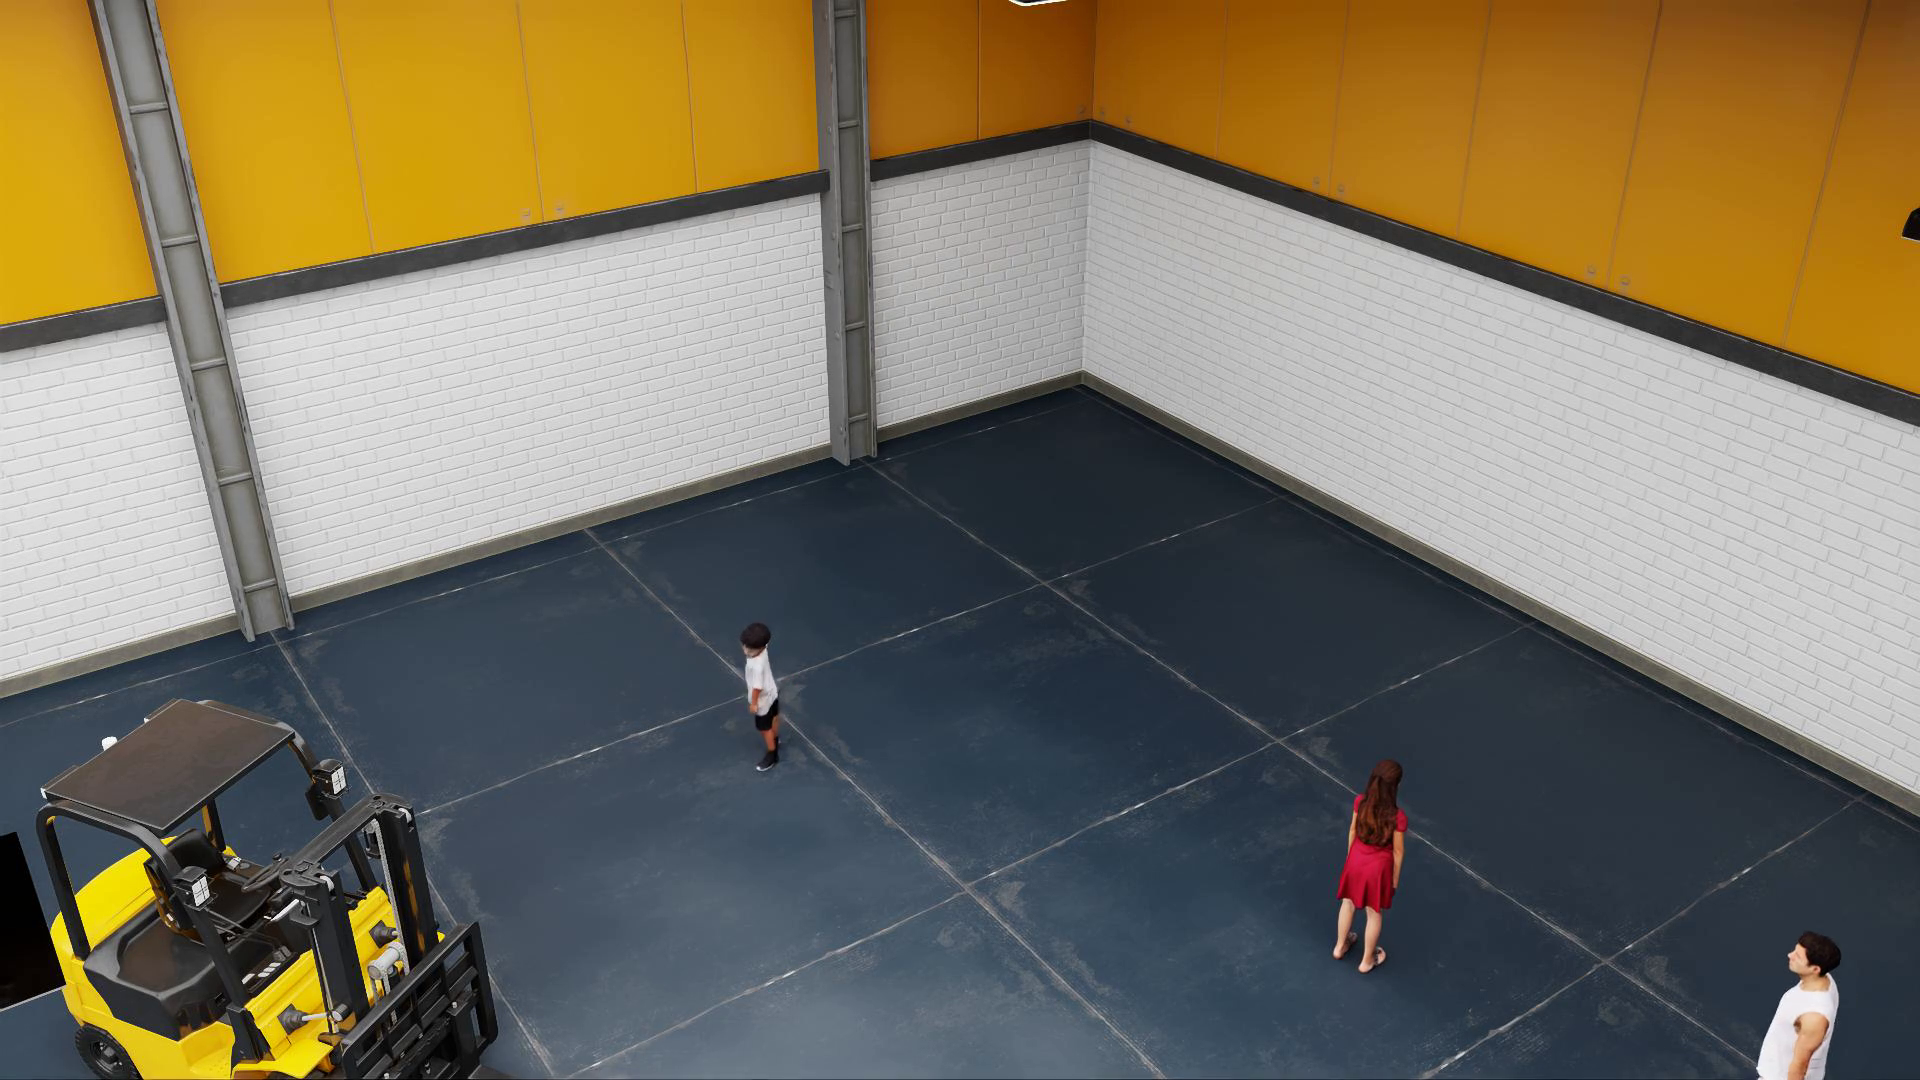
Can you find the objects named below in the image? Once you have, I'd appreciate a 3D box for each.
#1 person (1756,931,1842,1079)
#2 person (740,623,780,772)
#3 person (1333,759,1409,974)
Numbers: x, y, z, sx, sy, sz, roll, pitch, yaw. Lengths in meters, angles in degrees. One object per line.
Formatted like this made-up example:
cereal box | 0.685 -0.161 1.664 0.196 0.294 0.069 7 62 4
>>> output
person | 4.460 2.850 8.788 0.845 1.774 0.735 17 33 28
person | -1.463 1.104 12.541 0.691 1.245 0.685 7 29 13
person | 2.590 2.045 10.496 0.632 1.551 0.693 19 34 30
